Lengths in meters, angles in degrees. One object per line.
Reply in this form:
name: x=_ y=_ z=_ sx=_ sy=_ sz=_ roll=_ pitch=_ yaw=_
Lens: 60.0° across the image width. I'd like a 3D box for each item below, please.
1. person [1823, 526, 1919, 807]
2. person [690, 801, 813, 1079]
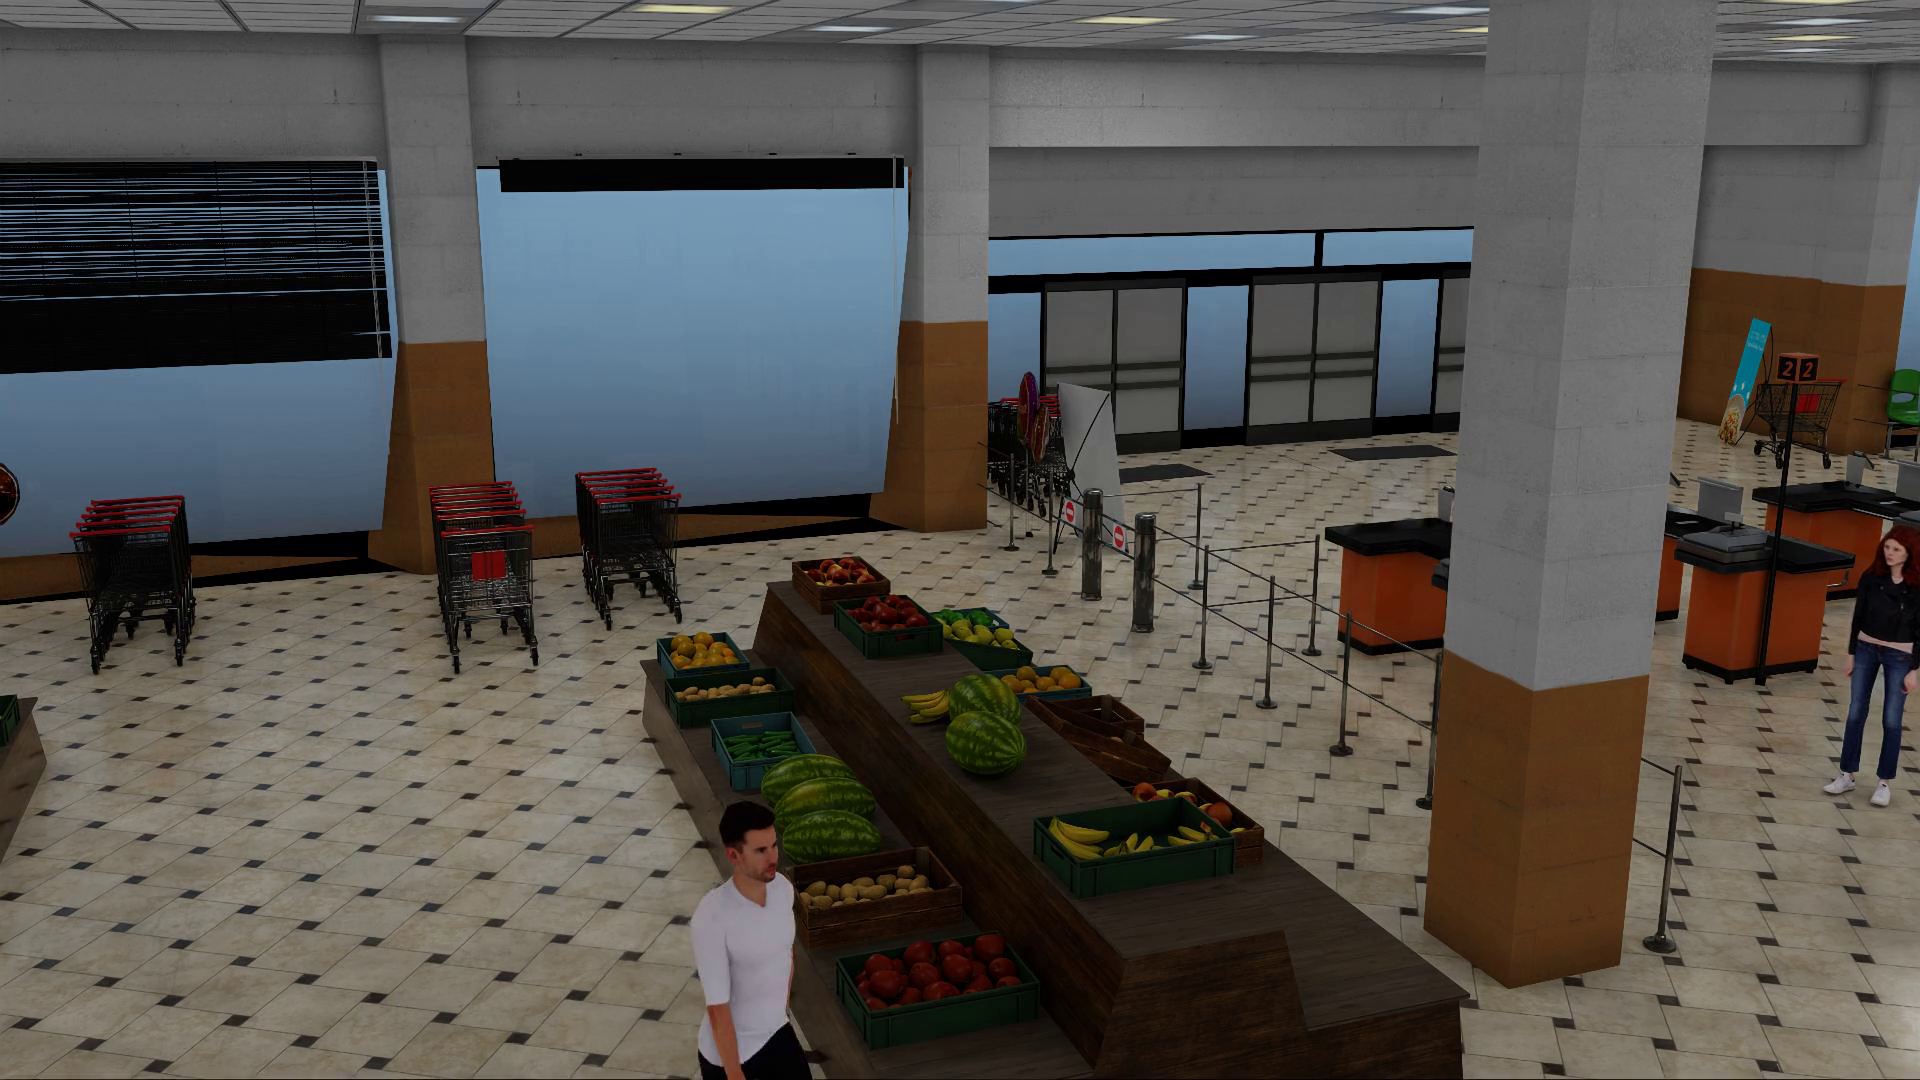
person: x=5.789 y=0.771 z=10.419 sx=0.713 sy=1.789 sz=0.599 roll=-12 pitch=18 yaw=-41
person: x=-0.840 y=1.812 z=6.055 sx=1.165 sy=1.824 sz=1.013 roll=11 pitch=18 yaw=39
